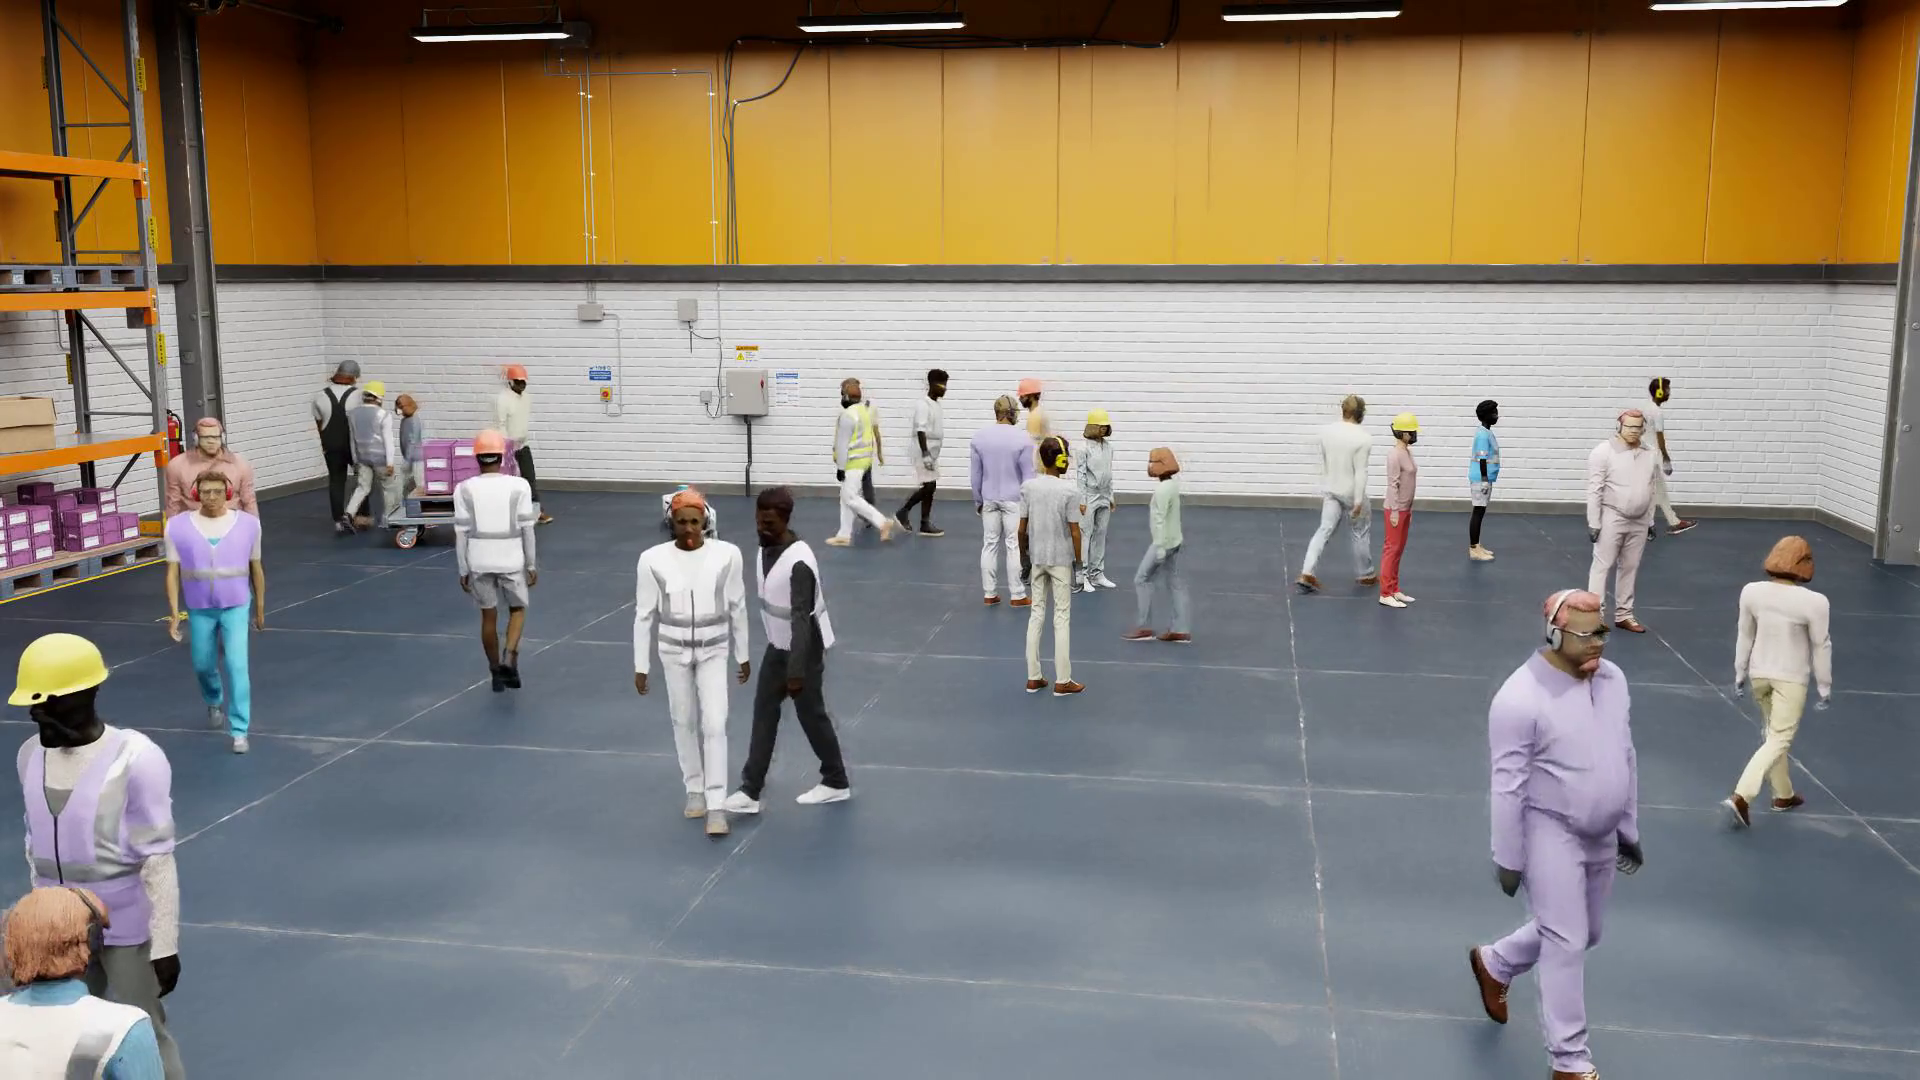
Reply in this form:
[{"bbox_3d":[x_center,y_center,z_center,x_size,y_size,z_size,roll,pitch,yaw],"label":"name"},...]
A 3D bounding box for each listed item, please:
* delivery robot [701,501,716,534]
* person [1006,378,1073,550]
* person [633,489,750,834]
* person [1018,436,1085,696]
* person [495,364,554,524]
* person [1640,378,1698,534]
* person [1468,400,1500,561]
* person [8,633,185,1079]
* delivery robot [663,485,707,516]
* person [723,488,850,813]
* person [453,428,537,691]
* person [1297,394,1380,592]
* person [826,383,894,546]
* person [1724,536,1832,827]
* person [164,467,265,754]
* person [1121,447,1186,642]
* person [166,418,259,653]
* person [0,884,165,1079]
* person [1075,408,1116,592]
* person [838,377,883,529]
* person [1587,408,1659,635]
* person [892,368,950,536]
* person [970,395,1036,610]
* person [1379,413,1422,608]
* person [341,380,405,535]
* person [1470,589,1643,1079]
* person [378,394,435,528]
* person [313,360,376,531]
[{"bbox_3d":[-2.968,-0.288,18.662,0.477,0.478,0.707,-3,10,-19],"label":"delivery robot"},{"bbox_3d":[0.927,-0.810,18.030,0.786,1.906,0.537,0,9,1],"label":"person"},{"bbox_3d":[-1.453,0.662,9.000,0.619,1.854,0.821,-1,9,-7],"label":"person"},{"bbox_3d":[0.659,0.185,11.963,0.534,1.865,0.309,6,11,32],"label":"person"},{"bbox_3d":[-5.424,-1.160,20.113,1.039,1.936,0.630,5,10,29],"label":"person"},{"bbox_3d":[8.038,-0.941,19.089,0.970,1.813,0.540,2,9,9],"label":"person"},{"bbox_3d":[5.530,-0.633,17.559,0.318,1.697,0.535,3,10,18],"label":"person"},{"bbox_3d":[-2.764,1.230,5.333,0.599,1.916,0.399,3,10,16],"label":"person"},{"bbox_3d":[-3.201,-0.399,19.349,0.477,0.478,0.707,-5,10,-27],"label":"delivery robot"},{"bbox_3d":[-0.984,0.627,9.220,0.923,1.860,0.614,-6,11,-32],"label":"person"},{"bbox_3d":[-3.328,0.161,11.917,0.561,1.927,0.523,-2,9,-10],"label":"person"},{"bbox_3d":[3.629,-0.438,15.806,1.026,1.896,0.635,-7,11,-37],"label":"person"},{"bbox_3d":[-1.101,-0.815,18.344,0.749,1.816,0.639,2,9,15],"label":"person"},{"bbox_3d":[4.493,0.770,9.155,0.794,1.599,0.510,-6,11,-31],"label":"person"},{"bbox_3d":[-4.774,0.412,10.695,0.584,1.825,0.793,-4,10,-23],"label":"person"},{"bbox_3d":[1.585,0.046,13.615,0.643,1.612,0.516,4,10,23],"label":"person"},{"bbox_3d":[-5.902,-0.024,13.169,0.676,1.890,0.431,-5,10,-26],"label":"person"},{"bbox_3d":[-2.114,1.618,3.878,0.535,1.599,0.758,3,10,16],"label":"person"},{"bbox_3d":[1.307,-0.370,15.887,0.485,1.712,0.294,-9,13,-44],"label":"person"},{"bbox_3d":[-1.142,-1.017,19.620,0.608,1.810,0.719,-5,10,-29],"label":"person"},{"bbox_3d":[5.567,-0.152,13.935,0.645,1.905,0.400,-2,9,-14],"label":"person"},{"bbox_3d":[-0.403,-0.995,19.054,0.563,1.939,0.631,3,10,20],"label":"person"},{"bbox_3d":[0.393,-0.333,15.001,0.628,1.924,0.379,5,10,28],"label":"person"},{"bbox_3d":[4.021,-0.277,15.135,0.314,1.767,0.534,5,10,29],"label":"person"},{"bbox_3d":[-6.834,-0.952,19.263,0.600,1.795,0.839,3,10,17],"label":"person"},{"bbox_3d":[2.233,1.094,6.254,0.645,1.885,0.797,-6,11,-32],"label":"person"},{"bbox_3d":[-6.543,-0.906,19.547,0.725,1.603,0.493,-8,12,-40],"label":"person"},{"bbox_3d":[-7.233,-1.146,19.679,0.685,2.000,0.696,0,9,-1],"label":"person"}]
